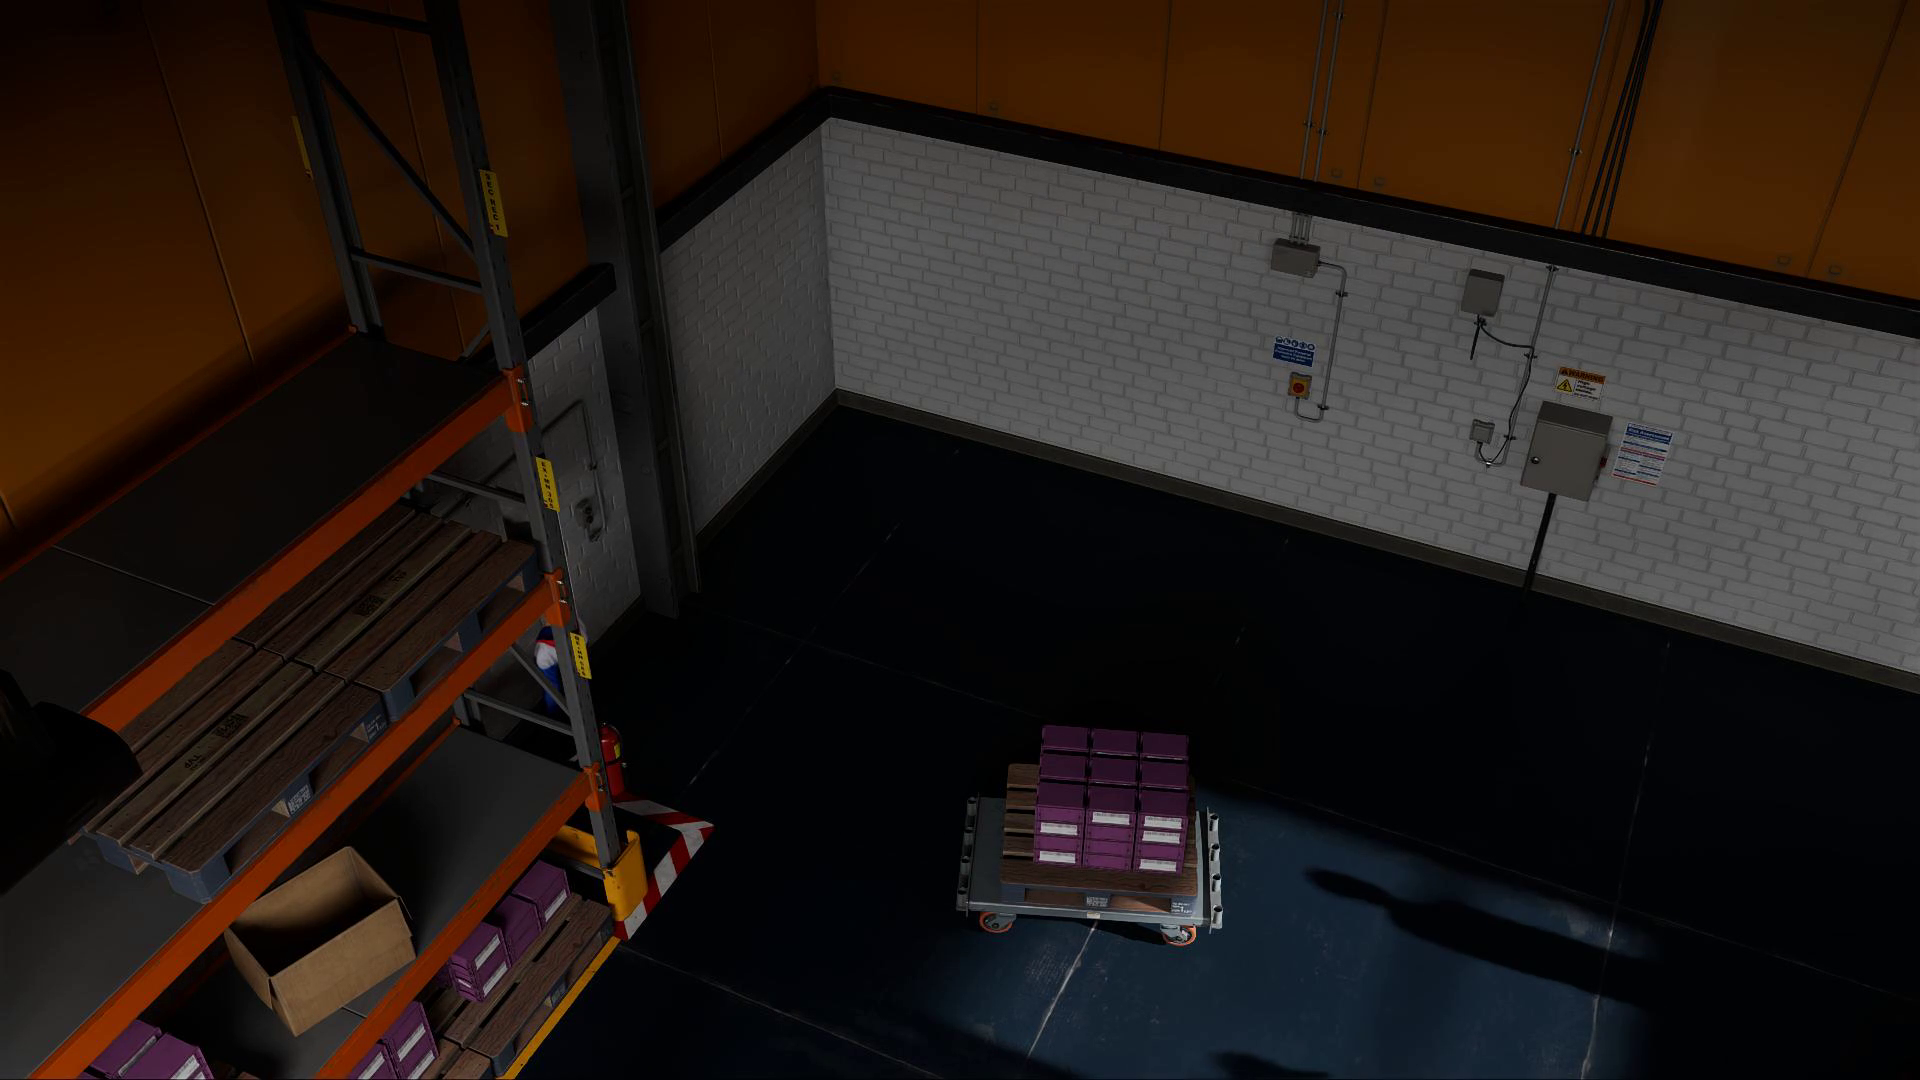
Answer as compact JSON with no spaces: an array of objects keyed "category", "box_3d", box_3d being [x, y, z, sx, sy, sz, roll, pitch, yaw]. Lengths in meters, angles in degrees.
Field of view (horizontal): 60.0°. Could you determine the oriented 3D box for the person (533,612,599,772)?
[{"category":"person","box_3d":[-2.586,1.011,11.019,0.696,1.757,0.460,15,41,18]}]
